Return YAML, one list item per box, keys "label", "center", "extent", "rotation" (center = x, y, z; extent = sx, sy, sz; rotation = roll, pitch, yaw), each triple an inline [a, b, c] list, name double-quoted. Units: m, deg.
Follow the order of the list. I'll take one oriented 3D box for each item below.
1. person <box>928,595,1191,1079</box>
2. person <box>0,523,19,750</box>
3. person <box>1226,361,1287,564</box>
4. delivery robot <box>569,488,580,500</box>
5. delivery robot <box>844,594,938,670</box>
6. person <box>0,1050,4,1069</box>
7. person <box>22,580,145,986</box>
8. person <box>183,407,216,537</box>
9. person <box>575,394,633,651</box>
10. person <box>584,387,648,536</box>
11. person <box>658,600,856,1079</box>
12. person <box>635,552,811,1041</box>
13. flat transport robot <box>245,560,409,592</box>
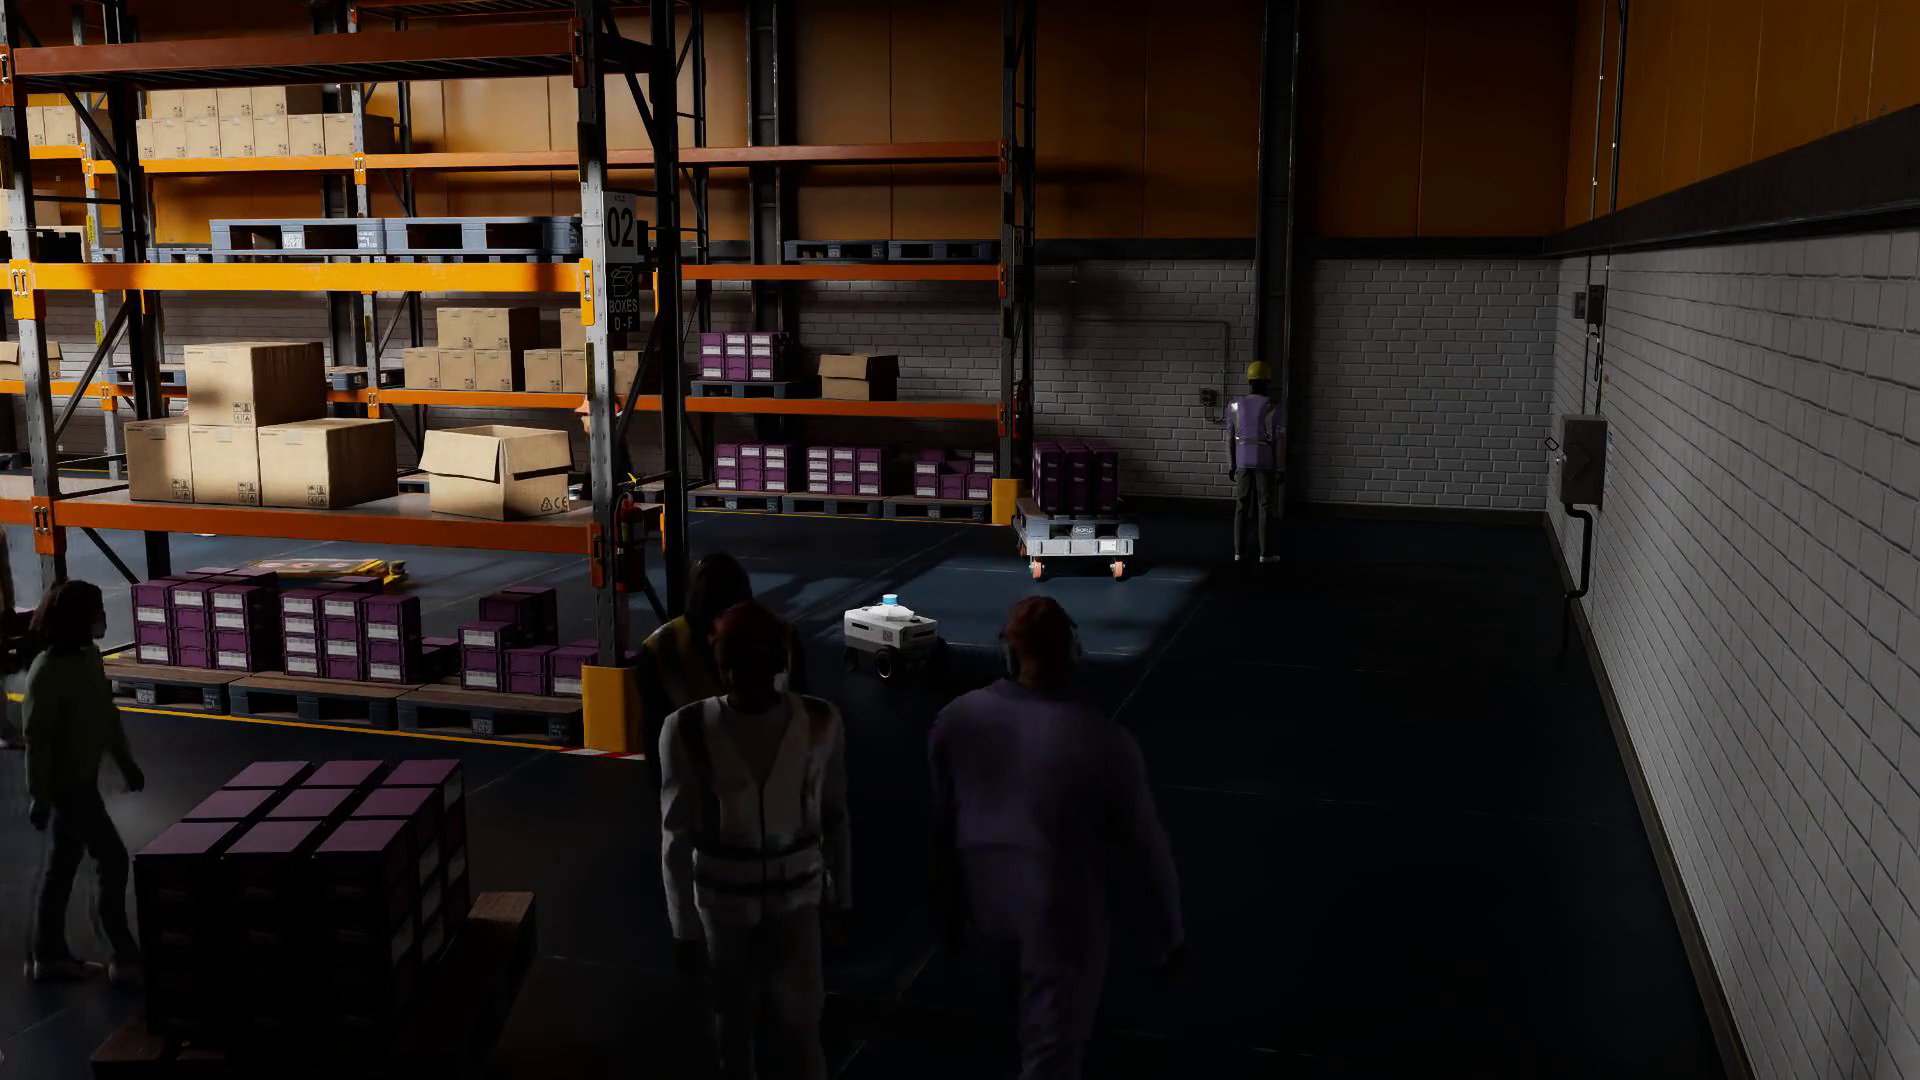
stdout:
- label: "person"
  center: [0.239, 1.110, 4.766]
  extent: [0.759, 1.865, 0.809]
  rotation: [7, 12, 37]
- label: "person"
  center: [-5.862, 0.428, 9.720]
  extent: [0.825, 1.598, 0.516]
  rotation: [2, 10, 15]
- label: "person"
  center: [2.814, -0.733, 15.781]
  extent: [0.590, 1.930, 0.358]
  rotation: [5, 11, 28]
- label: "delivery robot"
  center: [-3.932, -0.288, 16.966]
  extent: [0.707, 0.478, 0.477]
  rotation: [3, 10, 19]
- label: "delivery robot"
  center: [-0.480, 0.618, 11.441]
  extent: [0.477, 0.478, 0.707]
  rotation: [-8, 12, -41]
- label: "person"
  center: [-3.426, 1.016, 5.296]
  extent: [0.609, 1.881, 0.909]
  rotation: [-2, 10, -13]
- label: "person"
  center: [-3.358, 0.947, 6.495]
  extent: [0.681, 1.607, 0.507]
  rotation: [-2, 9, -11]
- label: "person"
  center: [-7.924, -0.856, 17.416]
  extent: [0.308, 1.641, 0.517]
  rotation: [0, 9, 1]
- label: "person"
  center: [-2.417, -0.042, 11.367]
  extent: [0.376, 1.997, 0.612]
  rotation: [-1, 9, -9]
- label: "person"
  center: [-3.560, -0.832, 16.814]
  extent: [0.508, 1.808, 0.916]
  rotation: [8, 12, 40]
- label: "person"
  center: [-0.609, 1.073, 5.061]
  extent: [0.596, 1.850, 0.943]
  rotation: [-2, 10, -14]
- label: "person"
  center: [-0.824, 0.937, 6.015]
  extent: [0.657, 1.810, 0.658]
  rotation: [-2, 9, -11]
- label: "flat transport robot"
  center: [-5.614, 0.312, 14.454]
  extent: [1.431, 0.197, 0.652]
  rotation: [0, 9, 2]
